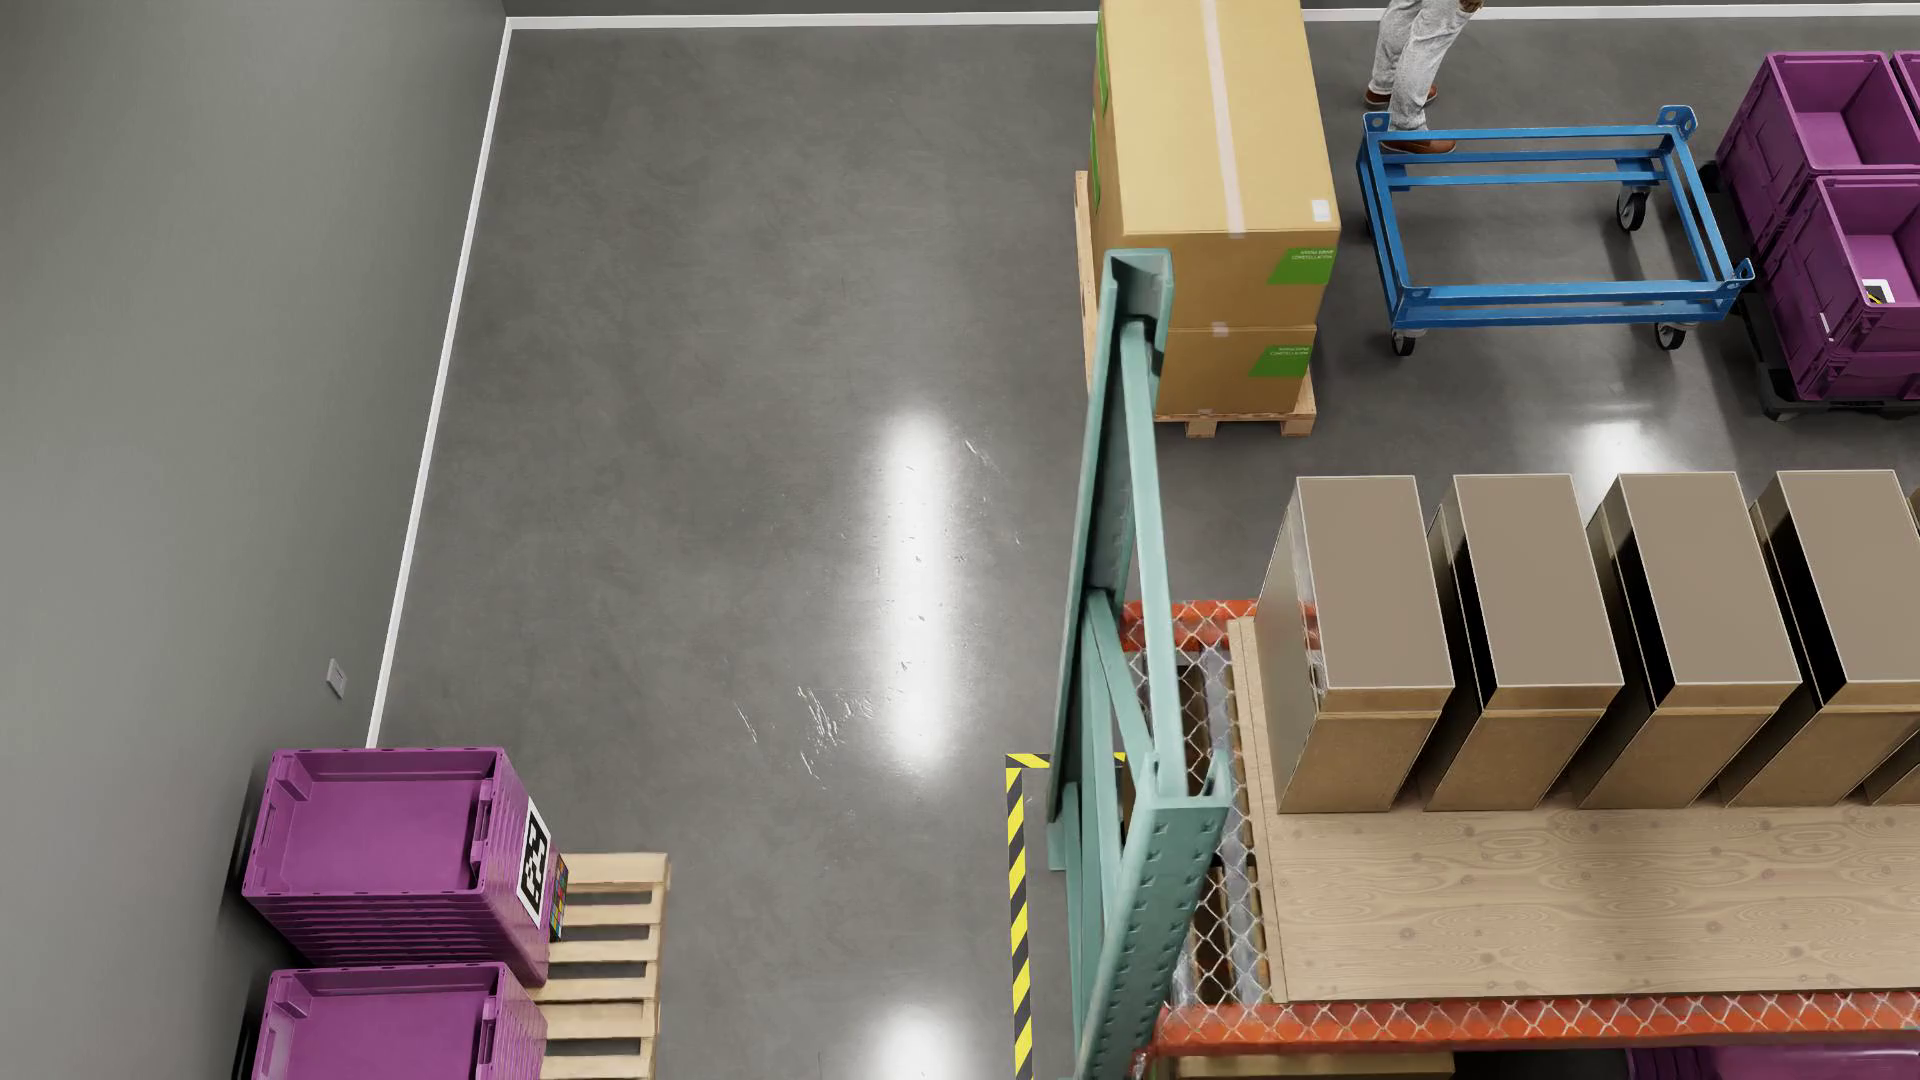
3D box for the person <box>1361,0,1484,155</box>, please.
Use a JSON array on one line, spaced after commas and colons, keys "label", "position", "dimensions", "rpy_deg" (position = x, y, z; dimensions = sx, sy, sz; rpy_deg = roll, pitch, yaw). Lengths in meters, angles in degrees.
[{"label": "person", "position": [1.830, -2.238, 6.075], "dimensions": [0.357, 1.938, 0.638], "rpy_deg": [-3, 58, -2]}]
